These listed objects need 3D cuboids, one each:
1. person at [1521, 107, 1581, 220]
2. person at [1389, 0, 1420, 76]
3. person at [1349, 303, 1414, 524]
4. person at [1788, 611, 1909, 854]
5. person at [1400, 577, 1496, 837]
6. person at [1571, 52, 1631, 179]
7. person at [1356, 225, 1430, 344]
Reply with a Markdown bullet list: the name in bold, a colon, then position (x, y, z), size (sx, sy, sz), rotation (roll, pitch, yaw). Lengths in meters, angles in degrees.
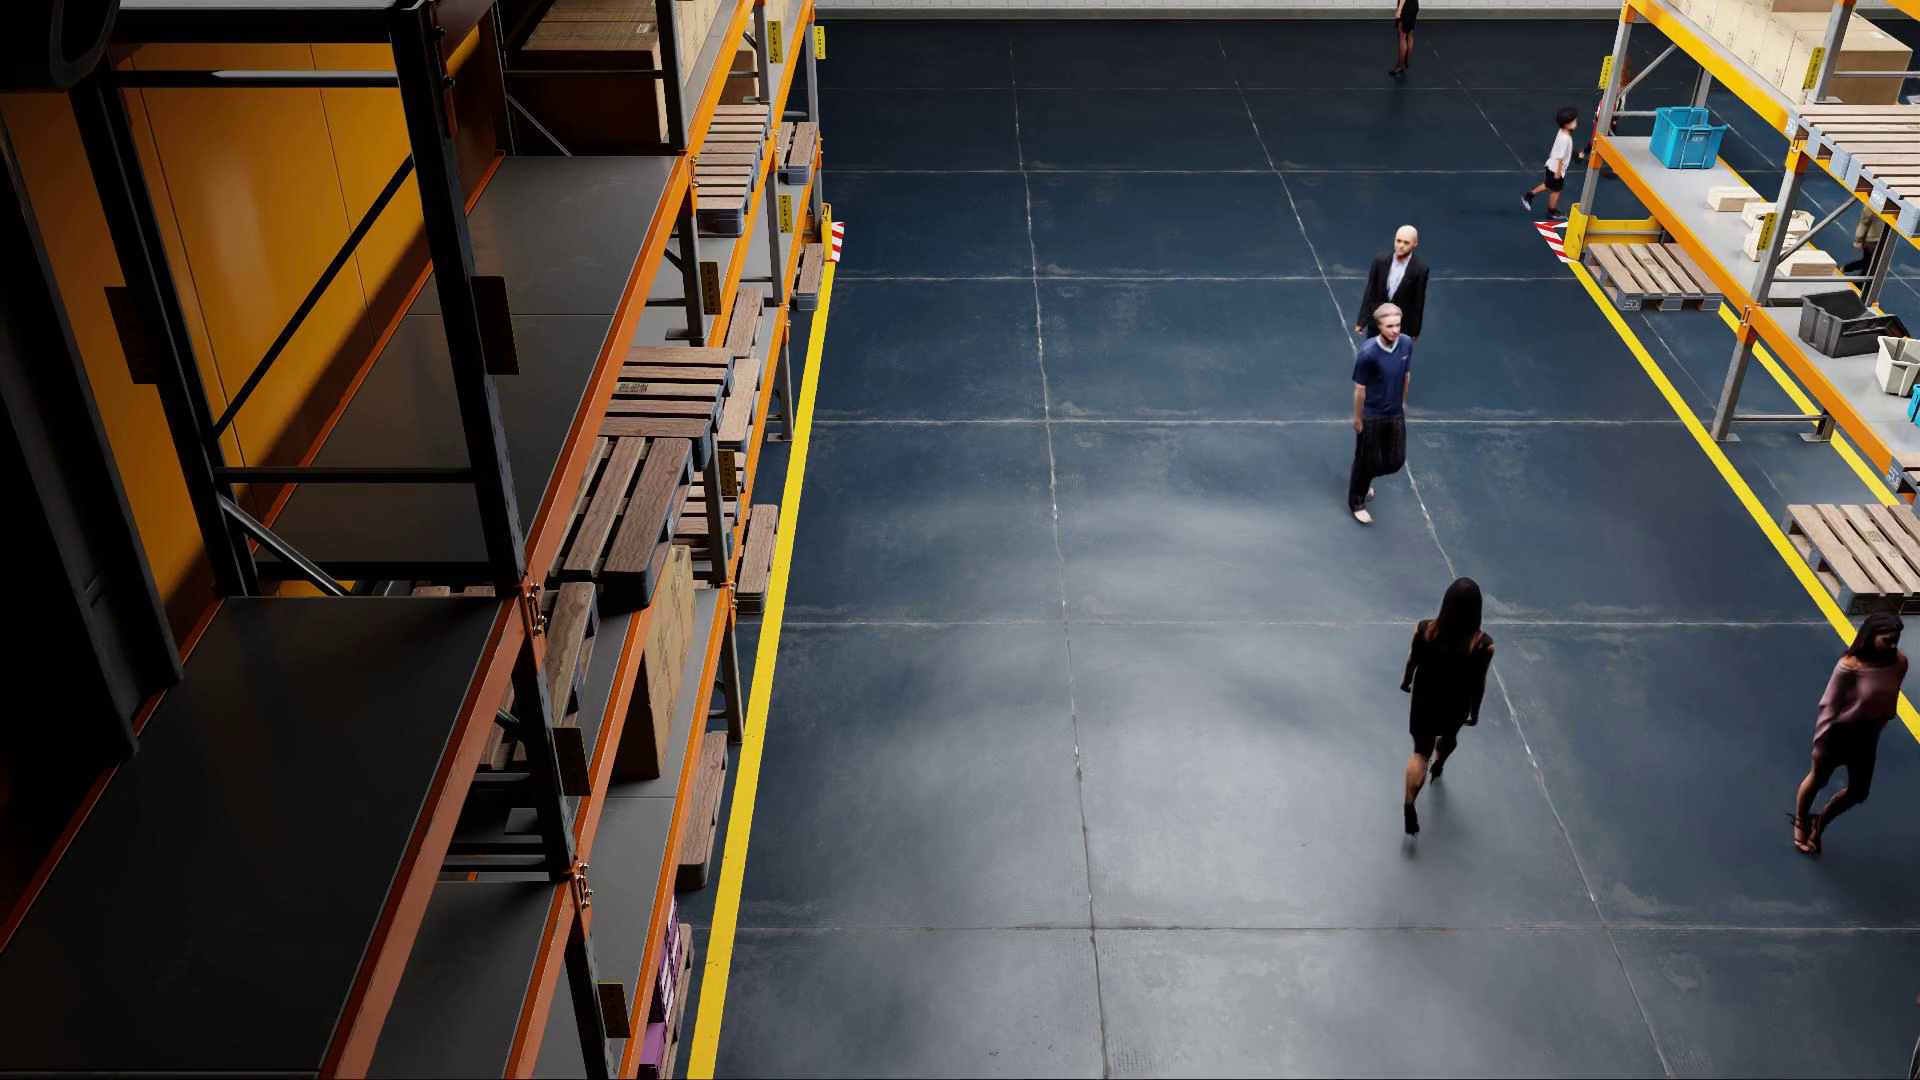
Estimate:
- **person**: position (6.477, -4.119, 18.204), size (0.597, 1.248, 0.695), rotation (4, 34, 6)
- **person**: position (5.996, -7.111, 22.292), size (0.715, 1.705, 0.633), rotation (25, 41, 32)
- **person**: position (3.219, -1.026, 13.006), size (0.794, 1.851, 0.844), rotation (-12, 36, -18)
- **person**: position (5.176, 1.115, 9.831), size (0.665, 1.799, 0.619), rotation (-3, 34, -4)
- **person**: position (2.895, 1.042, 10.053), size (0.943, 1.675, 1.196), rotation (13, 36, 19)
- **person**: position (7.578, -4.886, 19.174), size (0.971, 1.452, 0.932), rotation (28, 43, 35)
- **person**: position (3.733, -1.904, 14.389), size (1.037, 1.782, 1.210), rotation (17, 37, 24)
